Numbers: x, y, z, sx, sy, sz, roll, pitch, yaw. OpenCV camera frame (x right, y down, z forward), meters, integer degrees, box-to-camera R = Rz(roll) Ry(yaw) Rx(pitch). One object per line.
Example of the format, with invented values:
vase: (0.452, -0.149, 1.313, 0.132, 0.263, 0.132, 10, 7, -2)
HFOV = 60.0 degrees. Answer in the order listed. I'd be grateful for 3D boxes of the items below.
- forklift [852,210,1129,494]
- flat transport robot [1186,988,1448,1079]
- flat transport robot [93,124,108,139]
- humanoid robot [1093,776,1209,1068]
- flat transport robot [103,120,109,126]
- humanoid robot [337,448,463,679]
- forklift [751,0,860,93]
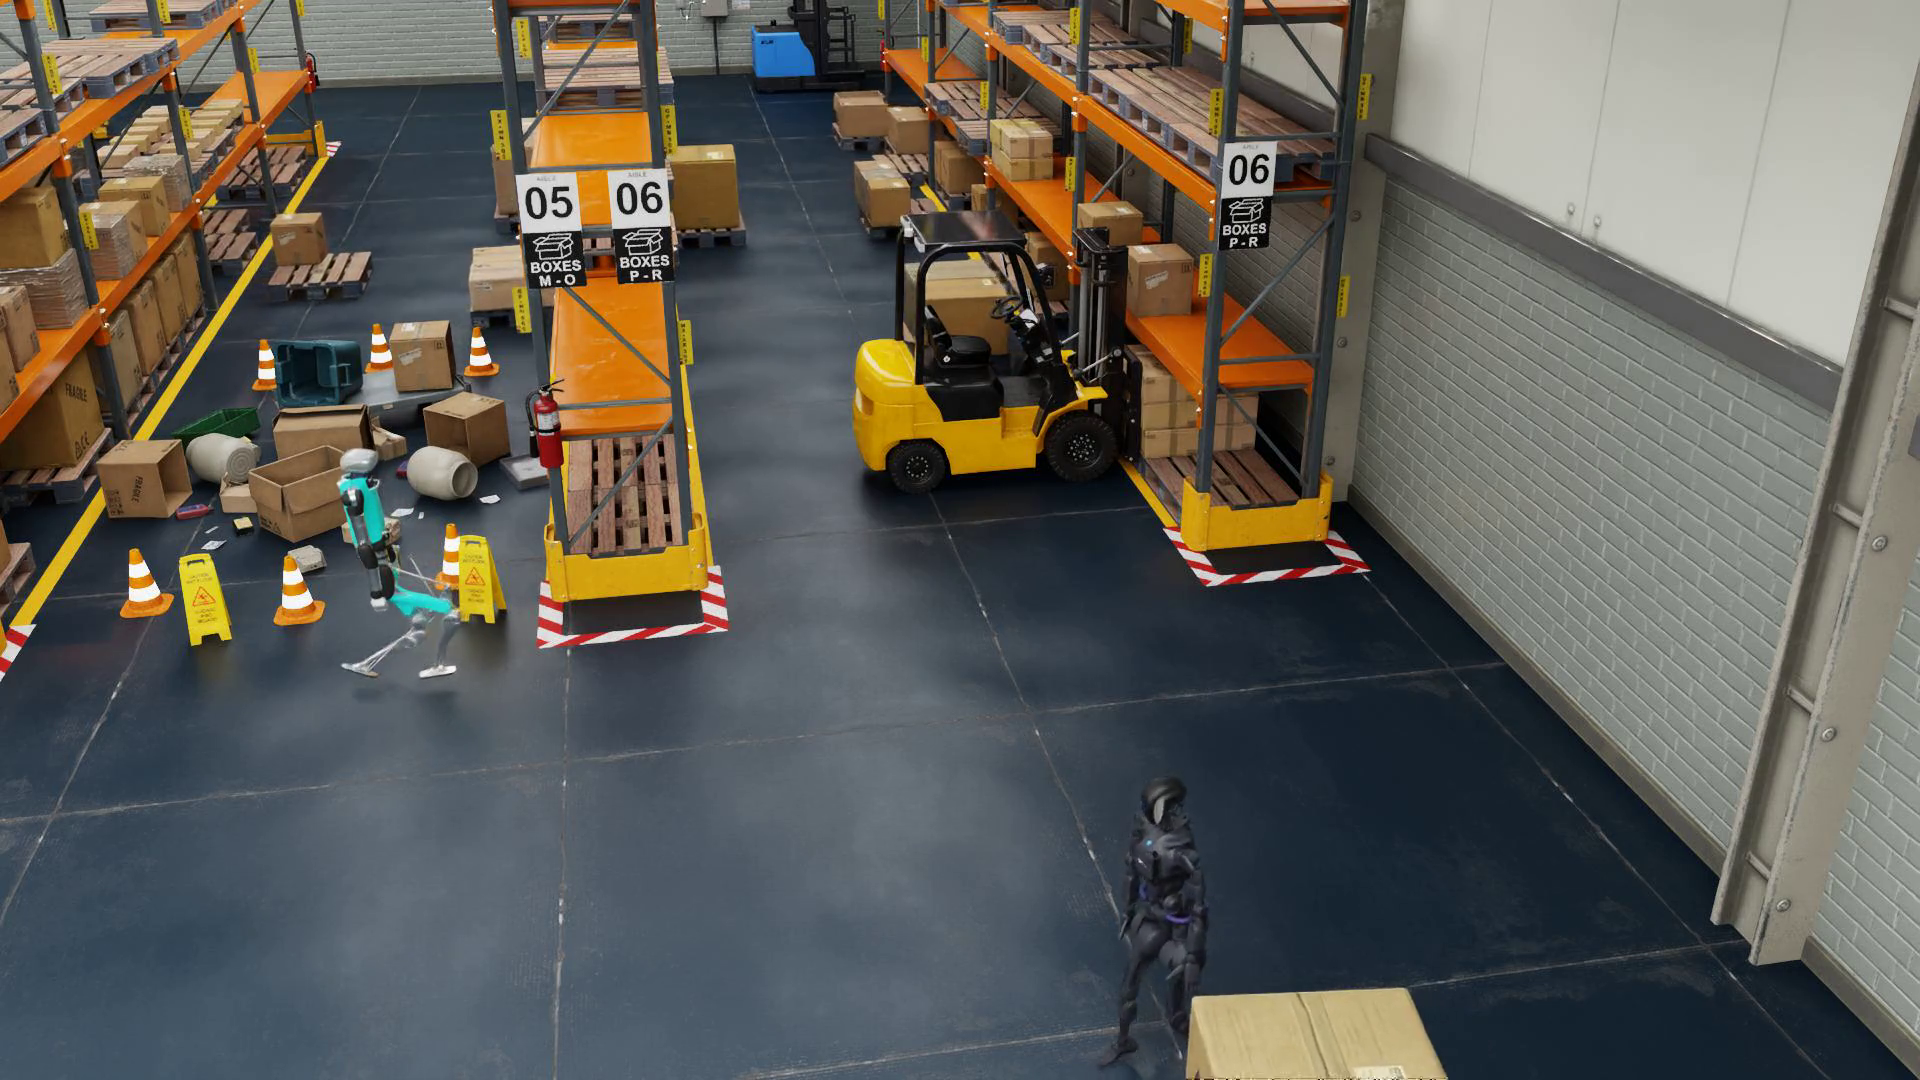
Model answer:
forklift: (0.216, -1.659, 14.366, 2.313, 2.155, 1.214, -5, 26, -10)
flat transport robot: (1.402, 3.057, 6.762, 1.431, 0.231, 0.659, 10, 27, 20)
flat transport robot: (-14.540, -6.553, 26.776, 1.431, 0.231, 0.659, -12, 28, -24)
humanoid robot: (0.969, 1.820, 7.761, 0.534, 1.648, 0.609, -14, 29, -27)
flat transport robot: (-14.917, -6.864, 27.423, 0.659, 0.231, 1.431, 23, 34, 39)
humanoid robot: (-3.687, 0.211, 10.973, 0.987, 1.735, 0.547, -5, 26, -10)
forklift: (-2.872, -9.679, 30.288, 1.873, 2.768, 1.129, -5, 26, -10)
